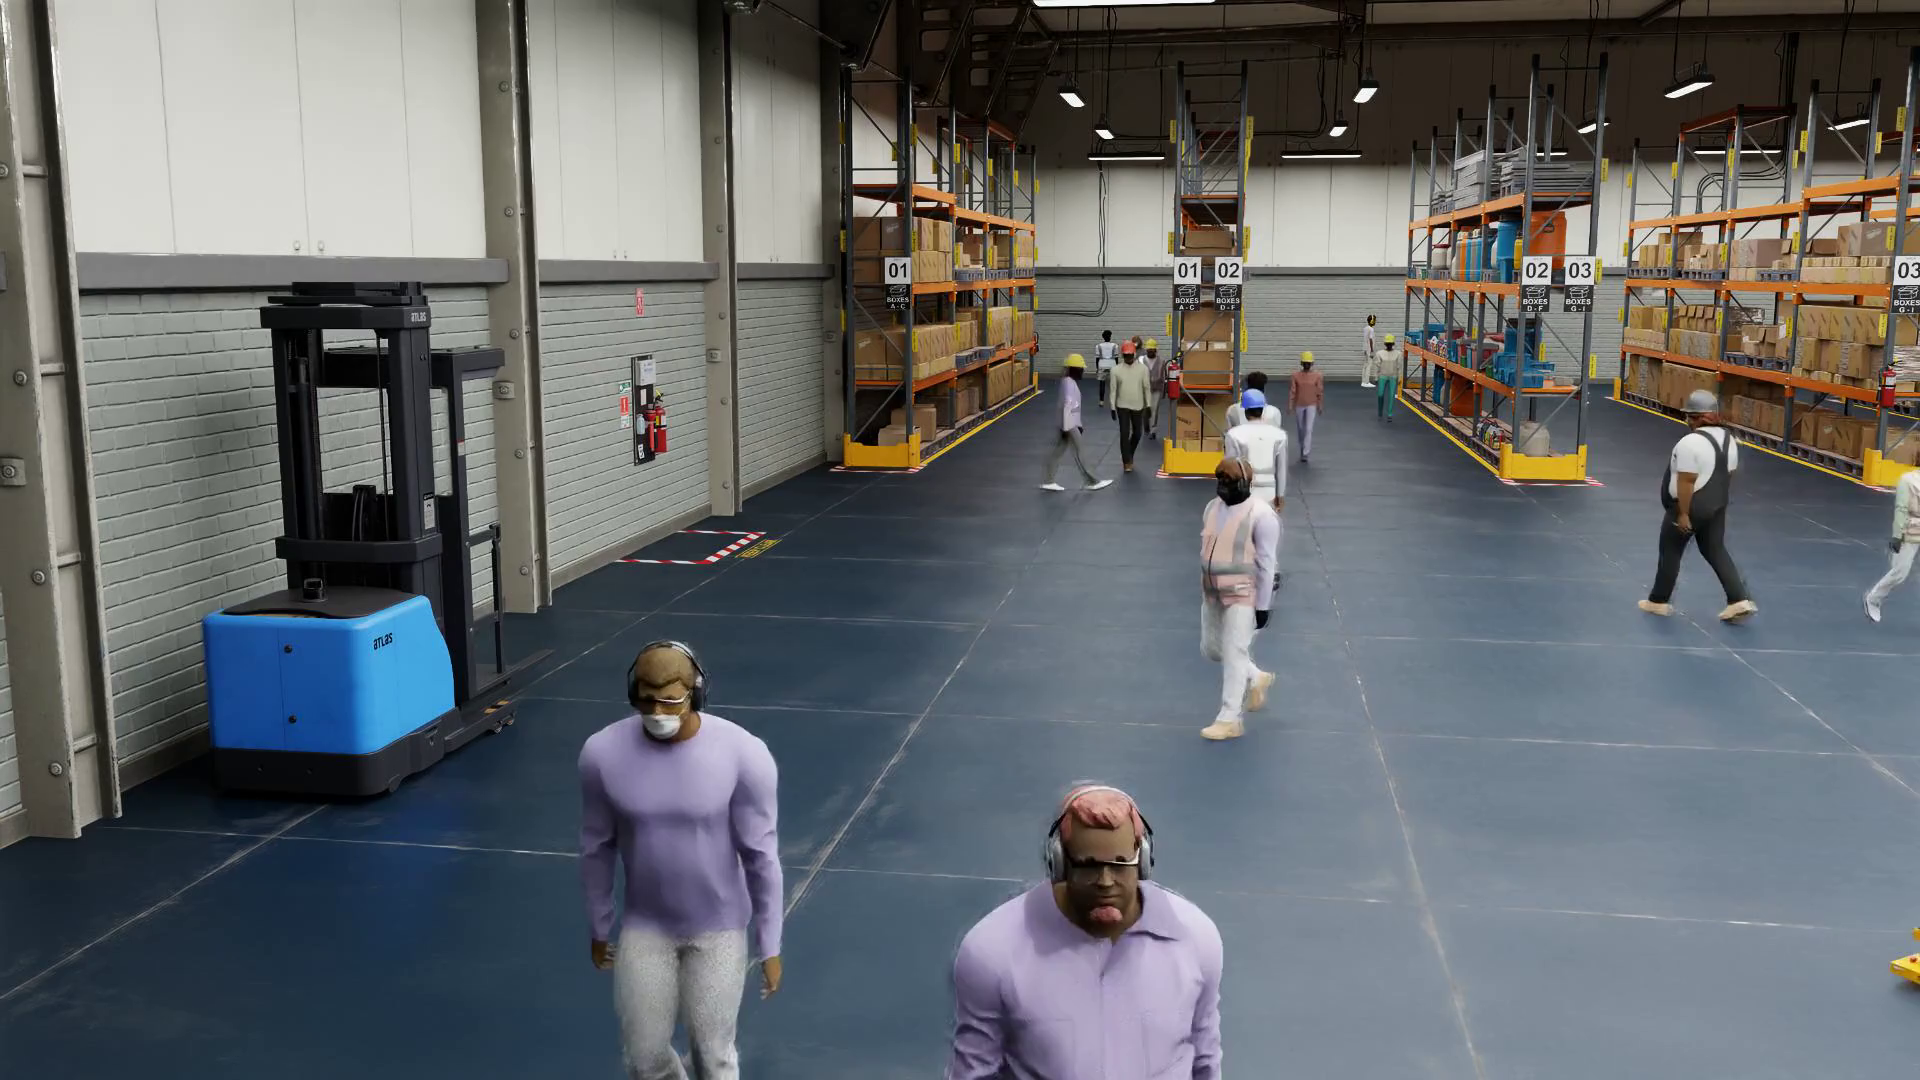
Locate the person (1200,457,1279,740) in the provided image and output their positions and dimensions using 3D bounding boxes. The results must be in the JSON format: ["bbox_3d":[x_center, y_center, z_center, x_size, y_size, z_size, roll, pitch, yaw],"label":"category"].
[{"bbox_3d":[1.826,0.360,10.829,0.631,1.827,0.631,-6,11,-33],"label":"person"}]

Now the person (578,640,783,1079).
[{"bbox_3d":[-0.869,1.222,5.230,0.656,1.913,0.462,1,9,4],"label":"person"}]

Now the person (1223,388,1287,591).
[{"bbox_3d":[2.721,-0.427,15.353,0.613,1.933,0.534,-3,10,-15],"label":"person"}]

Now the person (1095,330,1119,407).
[{"bbox_3d":[3.266,-3.810,36.927,0.529,1.695,0.321,1,9,5],"label":"person"}]

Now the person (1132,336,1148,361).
[{"bbox_3d":[3.891,-3.674,36.441,0.507,1.584,0.855,2,10,14],"label":"person"}]

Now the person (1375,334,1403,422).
[{"bbox_3d":[8.582,-3.247,33.286,0.527,1.758,0.356,2,9,10],"label":"person"}]

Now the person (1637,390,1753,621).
[{"bbox_3d":[6.427,-0.302,14.360,0.688,2.000,0.979,-5,10,-28],"label":"person"}]

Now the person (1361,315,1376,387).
[{"bbox_3d":[10.635,-4.904,43.175,0.315,1.860,0.508,-1,9,-5],"label":"person"}]

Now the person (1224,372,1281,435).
[{"bbox_3d":[3.172,-0.862,18.022,0.635,1.914,0.978,3,10,18],"label":"person"}]

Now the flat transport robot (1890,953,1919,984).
[{"bbox_3d":[4.742,1.755,7.116,1.431,0.197,0.652,-5,10,-27],"label":"flat transport robot"}]

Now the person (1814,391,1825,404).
[{"bbox_3d":[19.812,-4.094,38.094,0.543,1.903,0.860,4,10,24],"label":"person"}]

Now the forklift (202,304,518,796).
[{"bbox_3d":[-3.673,-0.038,10.147,1.129,2.768,1.873,1,9,9],"label":"forklift"}]

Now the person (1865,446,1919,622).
[{"bbox_3d":[7.990,-0.037,13.931,0.526,1.613,0.768,-2,9,-11],"label":"person"}]

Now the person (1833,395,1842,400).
[{"bbox_3d":[21.049,-4.302,39.006,0.938,2.017,0.611,-2,9,-9],"label":"person"}]

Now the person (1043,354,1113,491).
[{"bbox_3d":[1.580,-1.588,22.657,0.974,1.871,0.613,0,9,1],"label":"person"}]

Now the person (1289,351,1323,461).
[{"bbox_3d":[5.535,-2.158,26.595,0.527,1.731,0.856,3,10,20],"label":"person"}]

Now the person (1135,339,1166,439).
[{"bbox_3d":[3.446,-2.763,30.179,0.605,1.801,0.843,1,9,8],"label":"person"}]

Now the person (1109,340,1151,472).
[{"bbox_3d":[2.568,-2.044,25.204,0.626,1.970,0.814,-1,9,-4],"label":"person"}]

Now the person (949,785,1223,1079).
[{"bbox_3d":[0.290,1.454,3.924,0.654,1.879,0.887,-1,9,-7],"label":"person"}]
